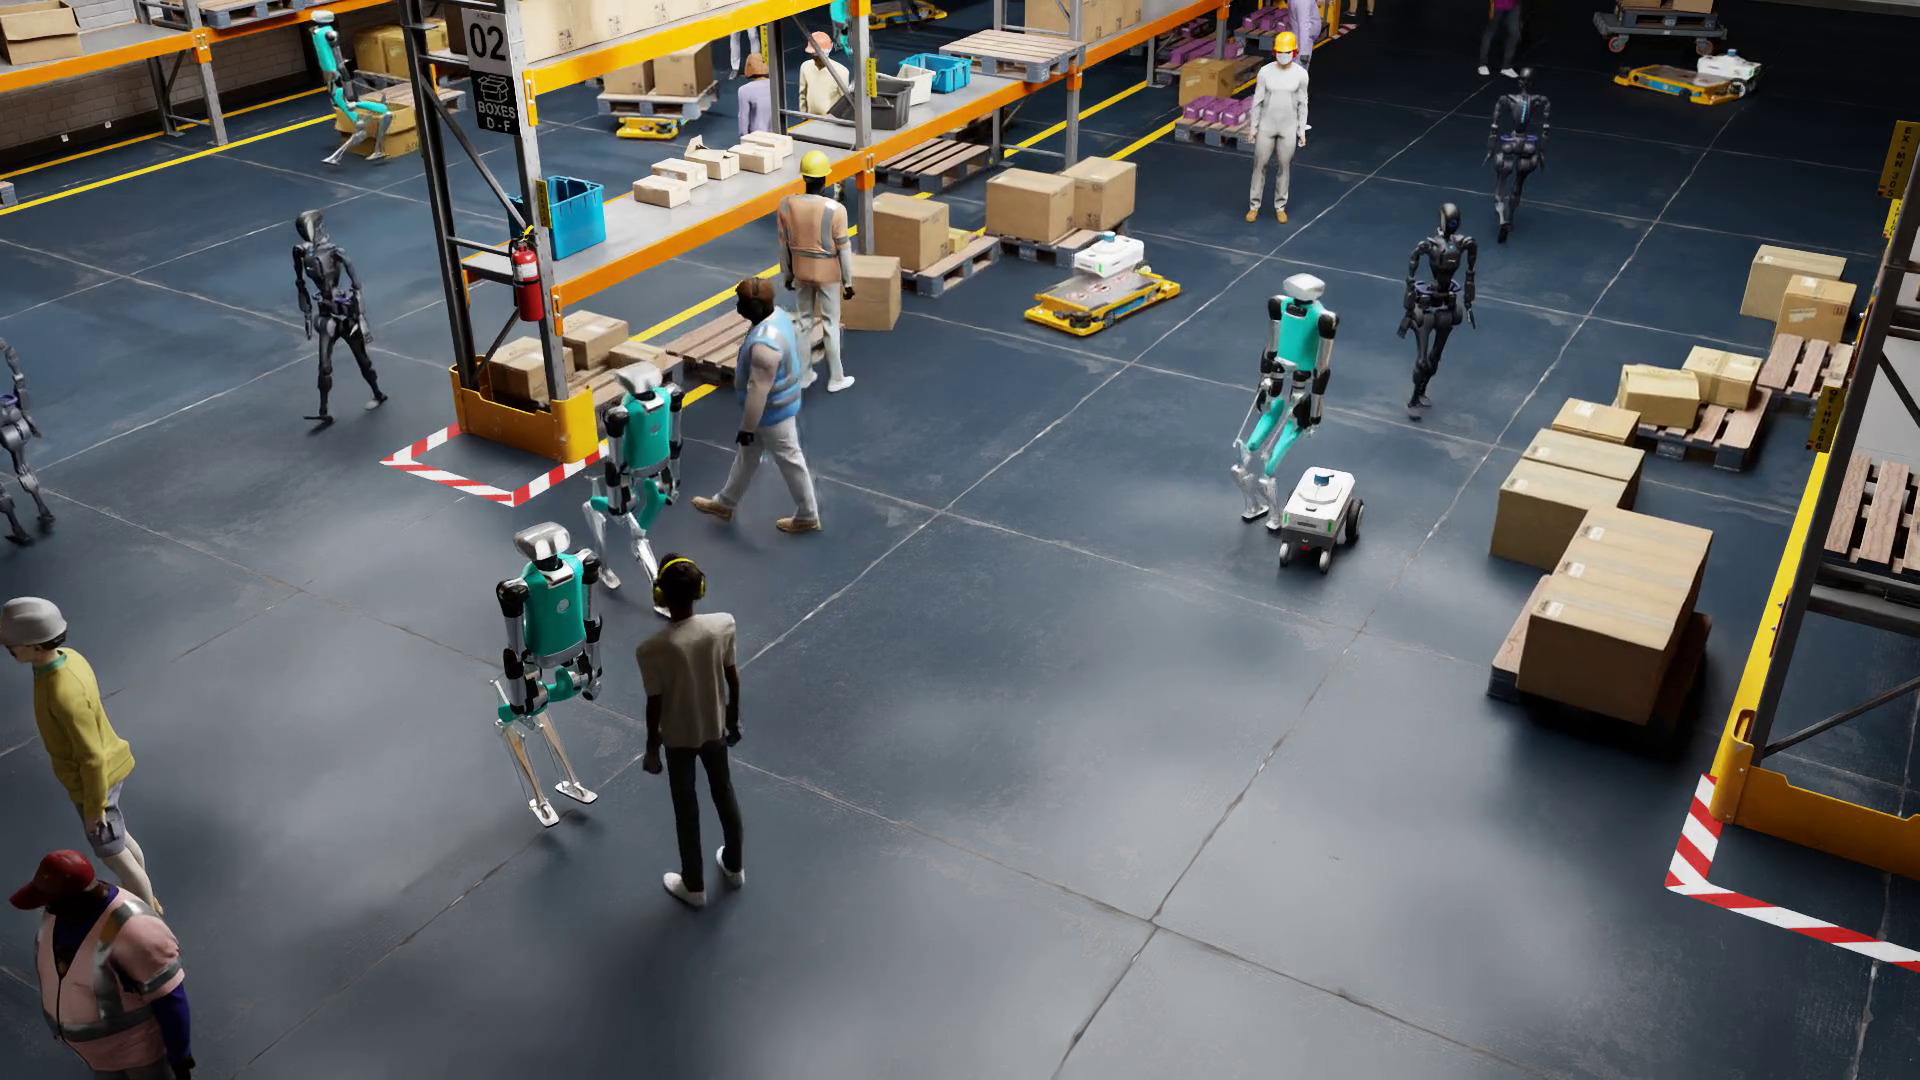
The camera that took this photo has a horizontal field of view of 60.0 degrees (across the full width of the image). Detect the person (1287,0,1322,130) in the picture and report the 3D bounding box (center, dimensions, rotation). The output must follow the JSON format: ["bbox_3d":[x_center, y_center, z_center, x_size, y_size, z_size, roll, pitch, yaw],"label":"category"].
[{"bbox_3d":[4.028,-5.823,19.574,0.413,1.911,0.650,0,29,0],"label":"person"}]

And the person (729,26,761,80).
[{"bbox_3d":[-2.829,-6.951,21.546,0.487,1.942,0.435,4,30,7],"label":"person"}]

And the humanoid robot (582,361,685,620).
[{"bbox_3d":[-2.086,-0.361,10.154,1.004,1.753,0.555,25,38,37],"label":"humanoid robot"}]

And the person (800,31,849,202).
[{"bbox_3d":[-1.401,-4.350,17.129,0.563,1.748,0.336,13,32,21],"label":"person"}]

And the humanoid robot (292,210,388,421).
[{"bbox_3d":[-4.711,-1.671,12.502,0.610,1.627,0.739,9,31,16],"label":"humanoid robot"}]

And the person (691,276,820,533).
[{"bbox_3d":[-1.373,-0.855,10.894,0.919,1.799,0.657,-2,30,-3],"label":"person"}]

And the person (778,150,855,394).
[{"bbox_3d":[-1.107,-2.069,12.914,0.593,1.929,0.349,10,31,18],"label":"person"}]

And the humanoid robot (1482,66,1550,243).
[{"bbox_3d":[5.429,-3.749,16.163,0.610,1.627,0.674,3,30,6],"label":"humanoid robot"}]

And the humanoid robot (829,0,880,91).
[{"bbox_3d":[-1.232,-6.105,20.283,1.032,1.751,0.546,-16,33,-27],"label":"humanoid robot"}]

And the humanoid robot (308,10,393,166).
[{"bbox_3d":[-6.613,-4.895,18.105,1.004,1.737,0.553,-25,38,-37],"label":"humanoid robot"}]

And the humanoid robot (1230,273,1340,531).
[{"bbox_3d":[2.047,-0.852,10.890,0.685,1.729,0.538,-22,36,-34],"label":"humanoid robot"}]

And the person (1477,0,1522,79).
[{"bbox_3d":[7.148,-6.930,21.616,0.619,1.819,0.786,-11,31,-19],"label":"person"}]

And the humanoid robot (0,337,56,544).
[{"bbox_3d":[-6.325,-0.746,10.827,0.329,1.655,0.591,21,36,33],"label":"humanoid robot"}]

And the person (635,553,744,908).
[{"bbox_3d":[-1.239,0.895,7.741,0.527,1.861,0.312,-21,35,-32],"label":"person"}]

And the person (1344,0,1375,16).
[{"bbox_3d":[6.091,-8.802,25.018,0.563,1.740,0.366,-7,30,-12],"label":"person"}]

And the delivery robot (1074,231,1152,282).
[{"bbox_3d":[1.356,-2.496,15.075,0.499,0.602,0.805,23,37,35],"label":"delivery robot"}]

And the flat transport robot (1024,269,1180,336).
[{"bbox_3d":[1.274,-2.159,14.761,0.659,0.231,1.431,24,37,36],"label":"flat transport robot"}]

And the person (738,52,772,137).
[{"bbox_3d":[-1.997,-4.093,16.804,0.503,1.628,0.277,-17,33,-27],"label":"person"}]

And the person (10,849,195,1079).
[{"bbox_3d":[-3.116,1.839,6.184,0.613,1.751,0.419,12,32,20],"label":"person"}]

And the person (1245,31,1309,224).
[{"bbox_3d":[3.161,-4.092,16.531,0.561,1.895,0.378,4,30,8],"label":"person"}]

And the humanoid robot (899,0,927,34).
[{"bbox_3d":[-0.734,-8.134,23.906,0.438,1.646,0.598,8,30,14],"label":"humanoid robot"}]

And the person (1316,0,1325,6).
[{"bbox_3d":[5.720,-9.162,25.553,0.429,1.840,0.635,13,32,22],"label":"person"}]

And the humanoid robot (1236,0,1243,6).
[{"bbox_3d":[4.294,-9.059,25.552,0.593,1.644,0.369,17,34,27],"label":"humanoid robot"}]

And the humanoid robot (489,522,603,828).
[{"bbox_3d":[-2.108,0.608,8.239,0.735,1.677,0.533,25,38,37],"label":"humanoid robot"}]

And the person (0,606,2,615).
[{"bbox_3d":[-6.101,-0.288,9.745,0.606,1.957,0.395,-19,35,-30],"label":"person"}]

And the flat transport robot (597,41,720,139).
[{"bbox_3d":[-3.585,-5.091,19.947,0.659,0.231,1.431,4,30,7],"label":"flat transport robot"}]

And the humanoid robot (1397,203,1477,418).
[{"bbox_3d":[3.639,-1.750,12.612,0.608,1.648,0.496,-6,30,-11],"label":"humanoid robot"}]

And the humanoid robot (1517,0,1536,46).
[{"bbox_3d":[8.008,-7.833,23.425,0.585,1.627,0.797,5,30,8],"label":"humanoid robot"}]

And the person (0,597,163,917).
[{"bbox_3d":[-3.880,1.066,7.411,0.386,1.889,0.489,-16,33,-25],"label":"person"}]

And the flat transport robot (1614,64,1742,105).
[{"bbox_3d":[9.185,-5.830,21.254,0.659,0.231,1.431,-19,34,-30],"label":"flat transport robot"}]

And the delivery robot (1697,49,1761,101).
[{"bbox_3d":[9.762,-5.930,21.119,0.747,0.572,0.499,24,37,36],"label":"delivery robot"}]

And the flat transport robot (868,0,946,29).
[{"bbox_3d":[-0.963,-7.854,24.835,1.431,0.231,0.659,-21,36,-33],"label":"flat transport robot"}]

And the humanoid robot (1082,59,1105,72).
[{"bbox_3d":[1.892,-7.084,22.030,0.540,1.763,1.030,19,34,29],"label":"humanoid robot"}]

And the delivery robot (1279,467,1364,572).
[{"bbox_3d":[2.367,-0.182,10.986,0.499,0.607,0.808,12,32,20],"label":"delivery robot"}]
